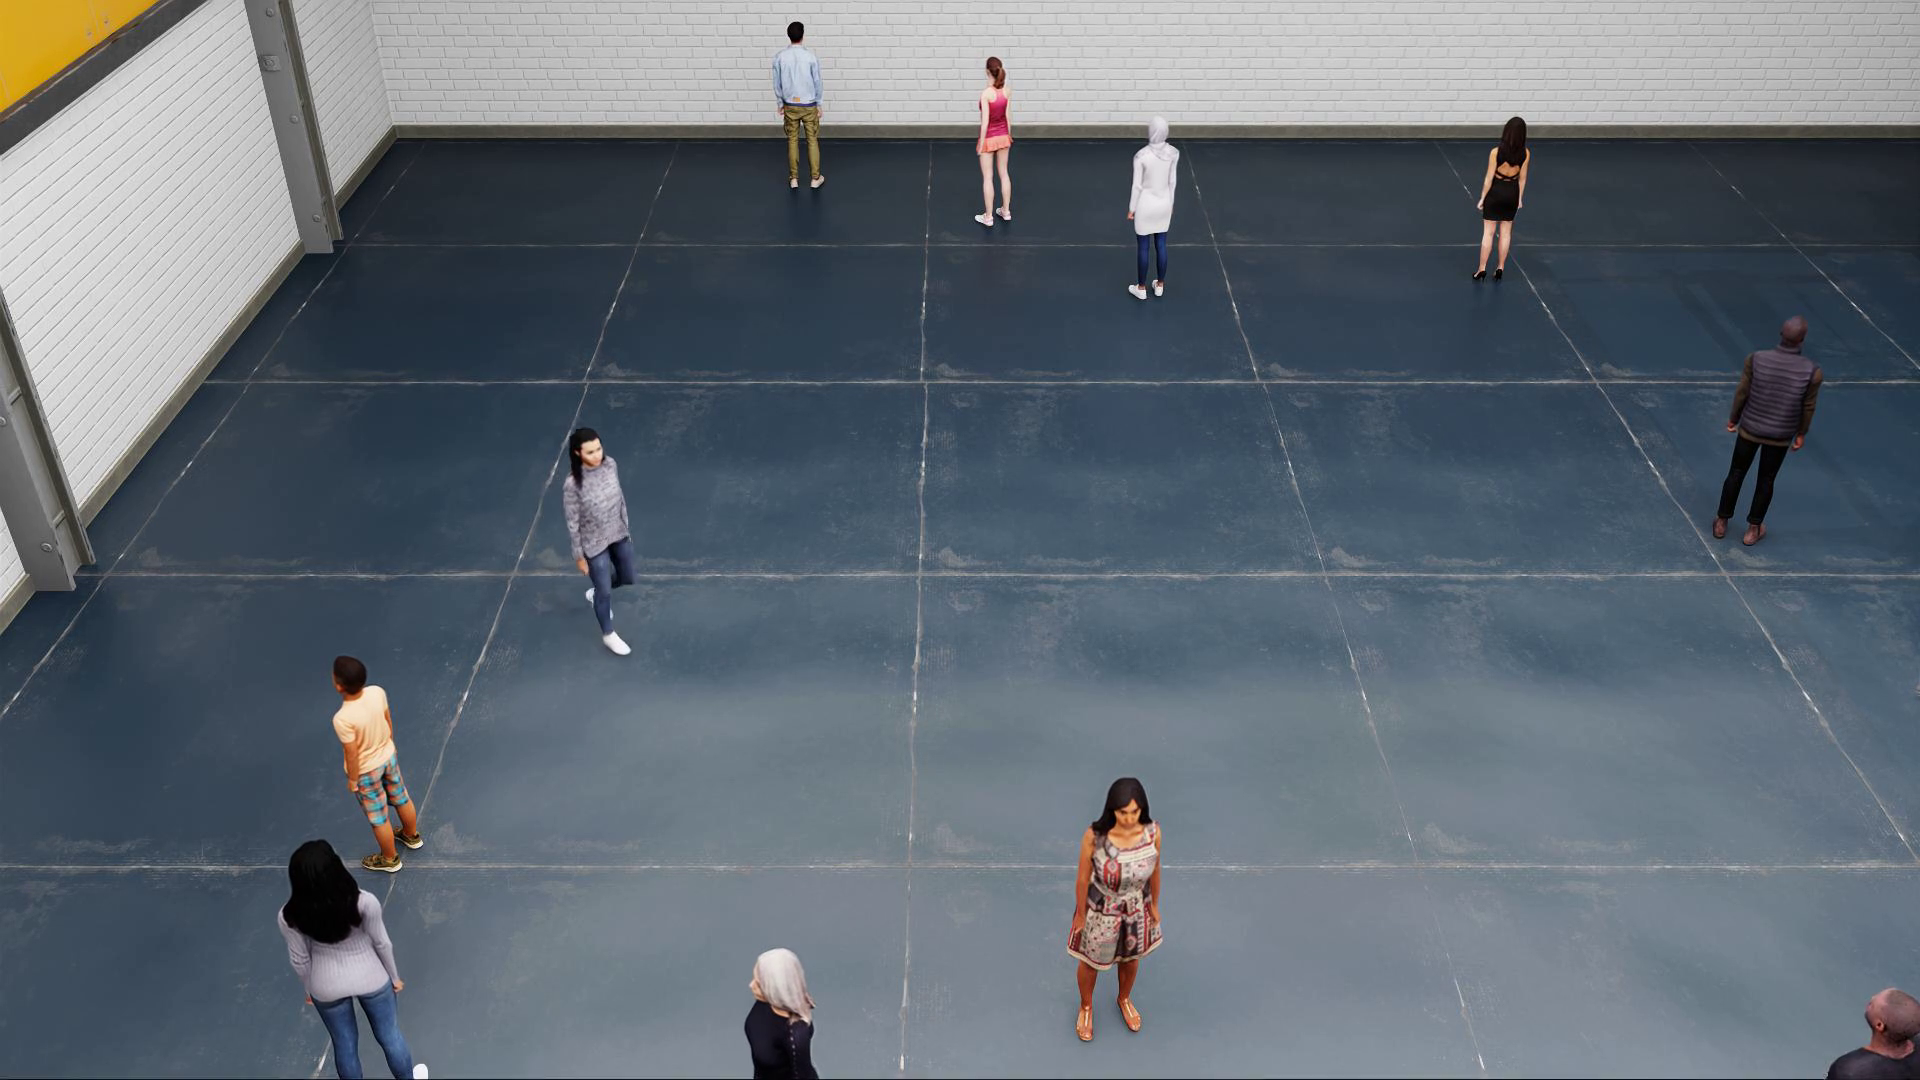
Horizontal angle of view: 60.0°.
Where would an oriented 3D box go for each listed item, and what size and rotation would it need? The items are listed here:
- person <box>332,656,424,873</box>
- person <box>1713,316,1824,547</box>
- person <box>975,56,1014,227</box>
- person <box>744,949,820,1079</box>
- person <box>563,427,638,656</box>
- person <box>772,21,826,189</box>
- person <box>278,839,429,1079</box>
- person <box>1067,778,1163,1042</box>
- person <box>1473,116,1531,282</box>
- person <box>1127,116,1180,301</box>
[{"bbox_3d":[-3.330,1.259,9.442,0.661,1.461,0.548,14,36,20],"label":"person"},{"bbox_3d":[5.917,-0.808,12.212,0.779,1.836,0.780,20,38,27],"label":"person"},{"bbox_3d":[0.351,-4.167,17.342,0.651,1.752,0.689,-22,40,-30],"label":"person"},{"bbox_3d":[-0.775,2.452,7.389,0.744,1.746,0.640,-15,36,-21],"label":"person"},{"bbox_3d":[-2.454,-0.034,11.153,0.898,1.720,0.843,25,41,33],"label":"person"},{"bbox_3d":[-1.745,-4.745,18.158,0.684,1.811,0.568,2,34,3],"label":"person"},{"bbox_3d":[-2.904,2.109,7.916,0.646,1.735,0.593,-7,34,-11],"label":"person"},{"bbox_3d":[0.794,1.842,8.398,0.689,1.645,0.592,-6,34,-9],"label":"person"},{"bbox_3d":[5.247,-3.289,16.115,0.572,1.648,0.481,1,34,1],"label":"person"},{"bbox_3d":[1.834,-3.149,15.790,0.666,1.775,0.625,-10,35,-14],"label":"person"}]
